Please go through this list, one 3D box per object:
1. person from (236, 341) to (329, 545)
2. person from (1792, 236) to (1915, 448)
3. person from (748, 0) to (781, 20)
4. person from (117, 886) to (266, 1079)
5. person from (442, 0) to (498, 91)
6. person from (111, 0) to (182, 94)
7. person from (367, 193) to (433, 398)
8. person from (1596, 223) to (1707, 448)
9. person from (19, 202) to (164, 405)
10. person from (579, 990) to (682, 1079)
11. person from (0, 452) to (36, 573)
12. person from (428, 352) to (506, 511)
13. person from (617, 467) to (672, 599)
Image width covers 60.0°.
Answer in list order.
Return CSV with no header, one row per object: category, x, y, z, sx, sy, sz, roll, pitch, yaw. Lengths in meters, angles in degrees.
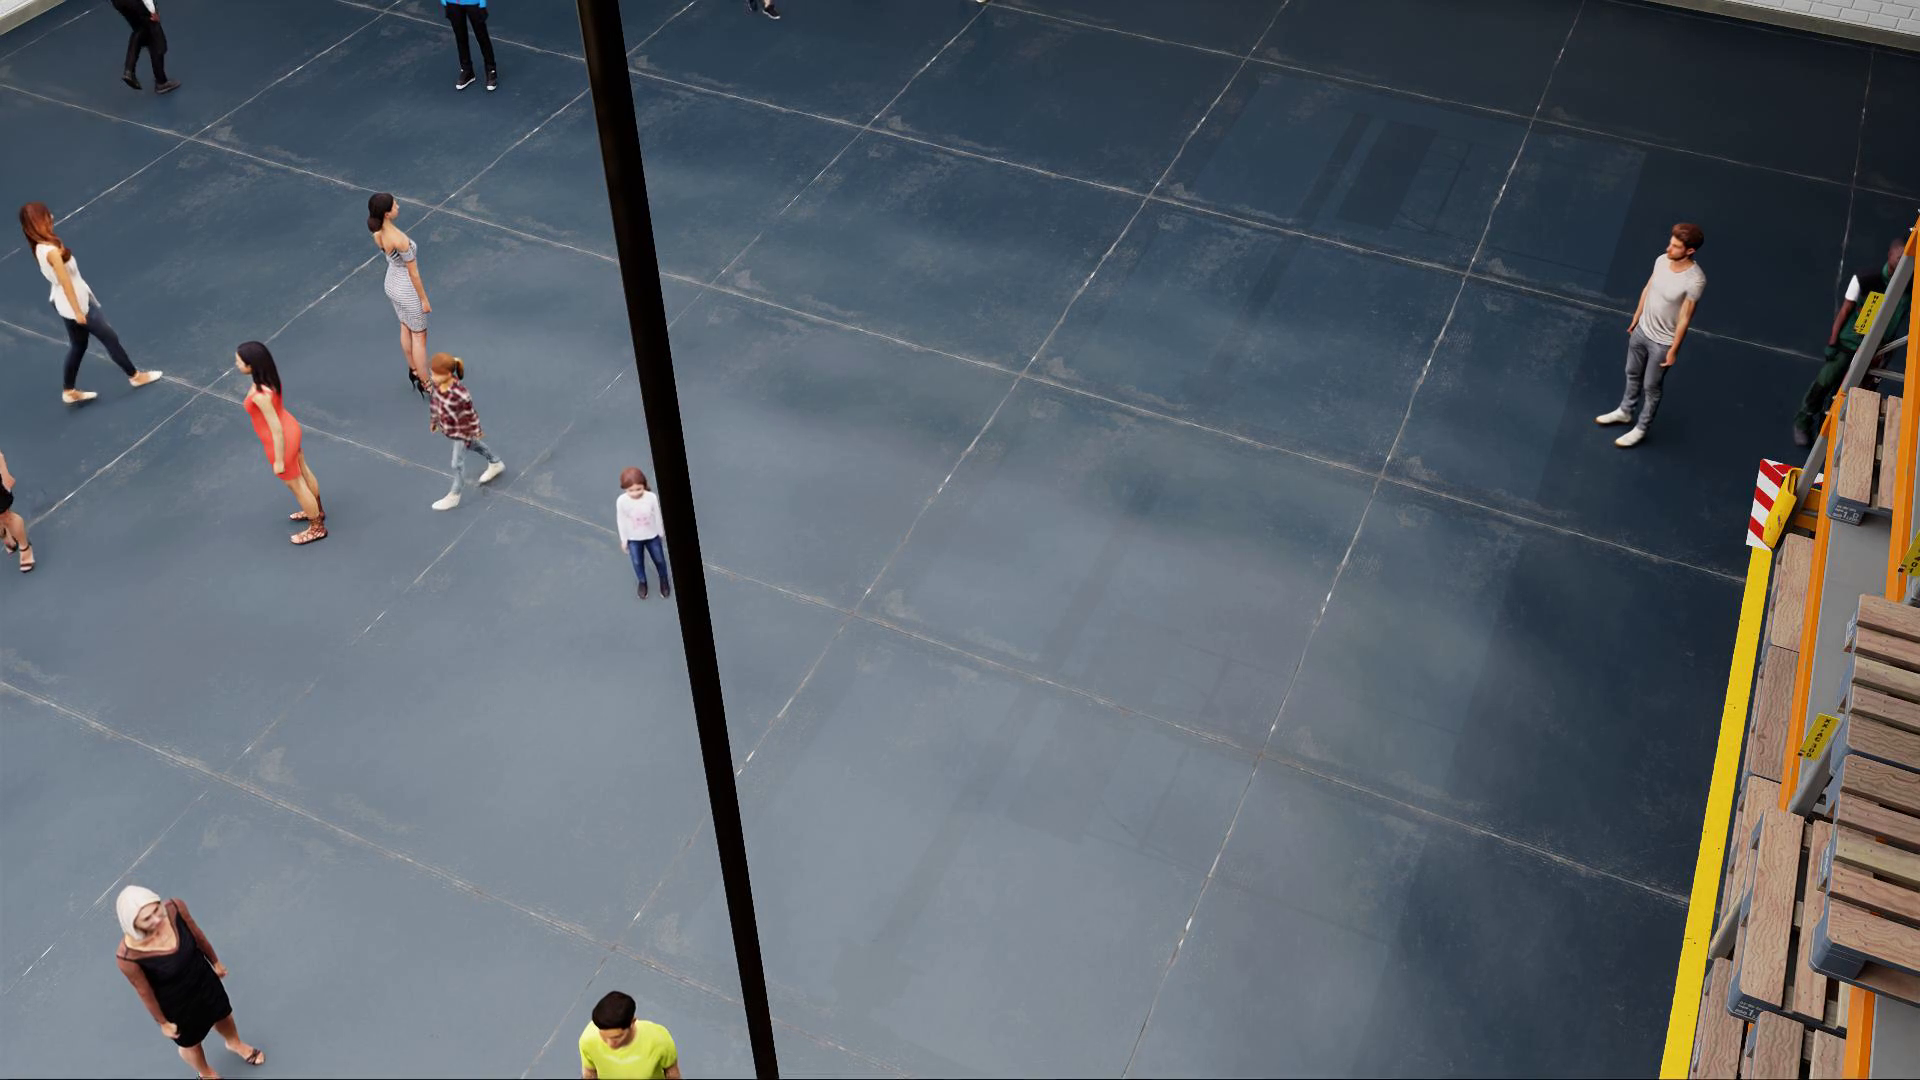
person,-4.781,-0.700,11.742,0.729,1.719,0.651,-10,44,-10
person,6.753,-1.492,12.487,0.777,1.838,0.777,-3,44,-4
person,-2.183,-6.460,17.788,0.741,1.720,0.768,-28,50,-26
person,-4.010,2.312,8.563,0.638,1.743,0.442,19,47,19
person,-4.941,-5.380,16.602,0.681,1.793,0.657,3,44,4
person,-8.236,-5.236,16.430,0.660,1.821,0.800,16,46,17
person,-4.321,-1.902,12.932,0.641,1.817,0.650,-33,53,-30
person,5.267,-1.556,12.517,0.801,1.889,0.743,-14,45,-14
person,-6.944,-1.791,12.857,1.072,1.761,0.838,-33,53,-30
person,-1.592,2.712,8.168,0.696,1.709,0.685,-1,44,-1
person,-6.772,-0.475,11.520,0.797,1.700,0.823,-2,44,-2
person,-3.636,-0.872,12.246,0.698,1.272,0.962,32,52,29
person,-2.211,-0.073,11.526,0.552,1.110,0.608,-6,44,-6
